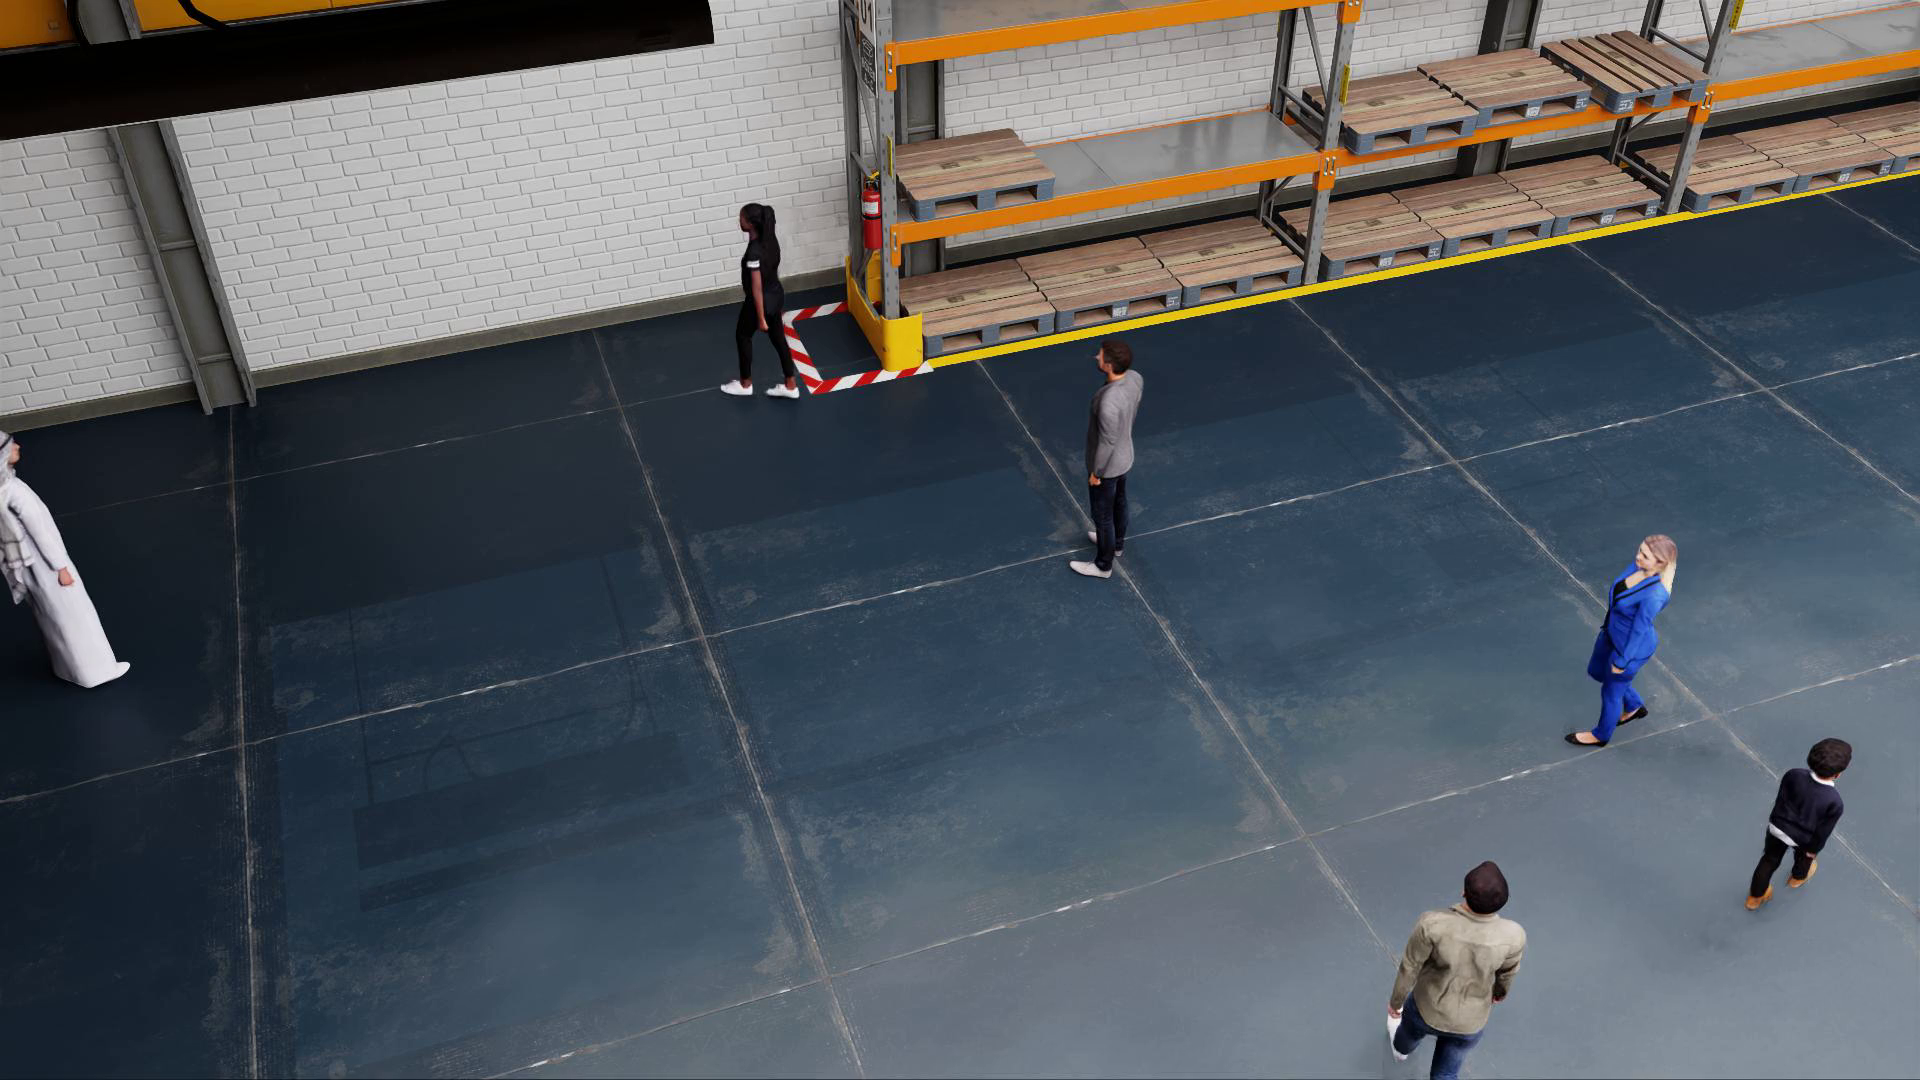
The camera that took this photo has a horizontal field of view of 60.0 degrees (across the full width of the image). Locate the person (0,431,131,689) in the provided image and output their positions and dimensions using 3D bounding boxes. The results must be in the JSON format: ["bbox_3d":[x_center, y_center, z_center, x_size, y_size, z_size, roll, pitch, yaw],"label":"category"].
[{"bbox_3d":[-5.832,0.130,10.537,0.807,1.924,0.838,22,44,25],"label":"person"}]

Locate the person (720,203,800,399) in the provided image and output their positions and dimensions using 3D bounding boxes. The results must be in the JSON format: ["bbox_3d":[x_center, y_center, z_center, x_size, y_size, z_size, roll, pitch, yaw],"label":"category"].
[{"bbox_3d":[-1.475,-1.855,13.194,1.013,1.710,0.912,9,39,11],"label":"person"}]

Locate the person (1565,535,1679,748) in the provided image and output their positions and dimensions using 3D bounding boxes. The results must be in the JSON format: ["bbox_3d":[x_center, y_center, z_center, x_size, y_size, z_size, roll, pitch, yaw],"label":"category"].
[{"bbox_3d":[4.136,0.645,10.080,0.836,1.689,0.768,5,39,7],"label":"person"}]

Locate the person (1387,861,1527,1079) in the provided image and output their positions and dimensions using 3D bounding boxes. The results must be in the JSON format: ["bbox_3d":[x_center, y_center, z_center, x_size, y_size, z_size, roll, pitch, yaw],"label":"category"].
[{"bbox_3d":[2.321,2.292,7.903,1.135,1.832,1.110,7,39,8],"label":"person"}]

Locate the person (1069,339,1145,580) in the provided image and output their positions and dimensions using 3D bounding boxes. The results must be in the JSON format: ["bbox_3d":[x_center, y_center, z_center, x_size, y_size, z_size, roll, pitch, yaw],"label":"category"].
[{"bbox_3d":[1.035,-0.569,11.452,0.836,1.874,0.773,17,42,20],"label":"person"}]

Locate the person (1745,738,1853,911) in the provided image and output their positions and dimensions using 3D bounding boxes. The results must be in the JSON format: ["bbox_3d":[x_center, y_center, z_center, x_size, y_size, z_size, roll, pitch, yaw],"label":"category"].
[{"bbox_3d":[4.634,1.621,9.250,0.829,1.201,0.658,-26,45,-29],"label":"person"}]
